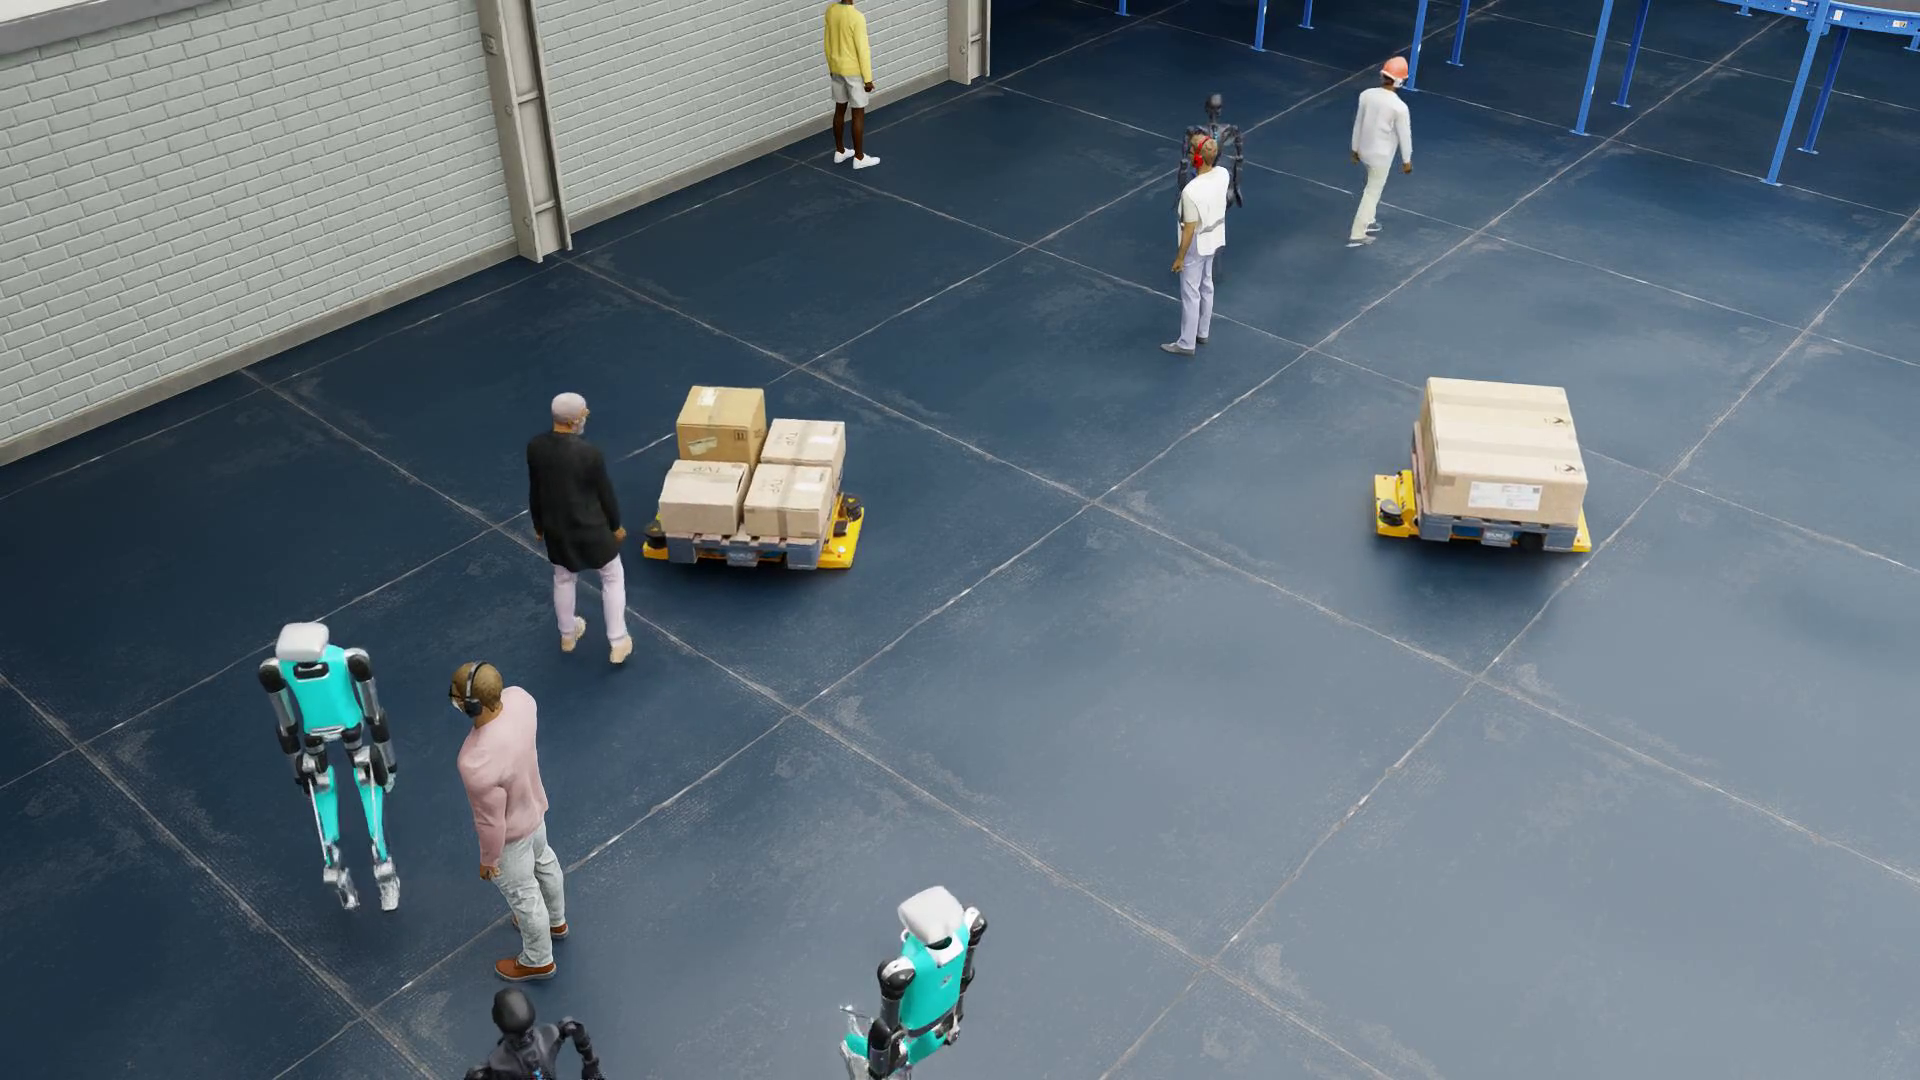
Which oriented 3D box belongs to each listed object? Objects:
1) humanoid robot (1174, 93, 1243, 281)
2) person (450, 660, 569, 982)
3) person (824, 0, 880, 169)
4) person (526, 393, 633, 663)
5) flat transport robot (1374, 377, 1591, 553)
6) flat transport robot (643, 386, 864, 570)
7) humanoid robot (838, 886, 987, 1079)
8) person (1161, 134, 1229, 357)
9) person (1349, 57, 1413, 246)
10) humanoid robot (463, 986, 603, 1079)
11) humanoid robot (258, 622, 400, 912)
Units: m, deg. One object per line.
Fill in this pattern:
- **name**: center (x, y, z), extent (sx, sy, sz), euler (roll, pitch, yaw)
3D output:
- **humanoid robot**: center (2.181, -3.058, 14.483), extent (0.609, 1.651, 0.395), euler (-3, 36, -4)
- **person**: center (-2.184, 1.355, 8.048), extent (0.373, 1.939, 0.629), euler (4, 36, 5)
- **person**: center (-1.097, -4.640, 16.499), extent (0.556, 1.898, 0.362), euler (27, 43, 32)
- **person**: center (-2.354, -0.065, 10.125), extent (0.569, 1.838, 0.403), euler (12, 37, 16)
- **flat transport robot**: center (3.662, -0.227, 11.706), extent (1.431, 0.231, 0.659), euler (5, 36, 8)
- **flat transport robot**: center (-1.421, -0.095, 11.521), extent (1.431, 0.231, 0.659), euler (3, 36, 4)
- **humanoid robot**: center (-0.298, 2.097, 7.240), extent (0.545, 1.854, 0.763), euler (-29, 45, -34)
- **person**: center (1.910, -2.345, 13.322), extent (0.390, 1.846, 0.564), euler (23, 41, 29)
- **person**: center (3.851, -3.511, 15.057), extent (0.626, 1.724, 0.559), euler (-15, 38, -20)
- **humanoid robot**: center (-1.699, 2.407, 6.793), extent (0.587, 1.655, 0.324), euler (-23, 41, -29)
- **humanoid robot**: center (-3.116, 1.267, 8.332), extent (0.550, 1.782, 0.678), euler (-4, 36, -6)
